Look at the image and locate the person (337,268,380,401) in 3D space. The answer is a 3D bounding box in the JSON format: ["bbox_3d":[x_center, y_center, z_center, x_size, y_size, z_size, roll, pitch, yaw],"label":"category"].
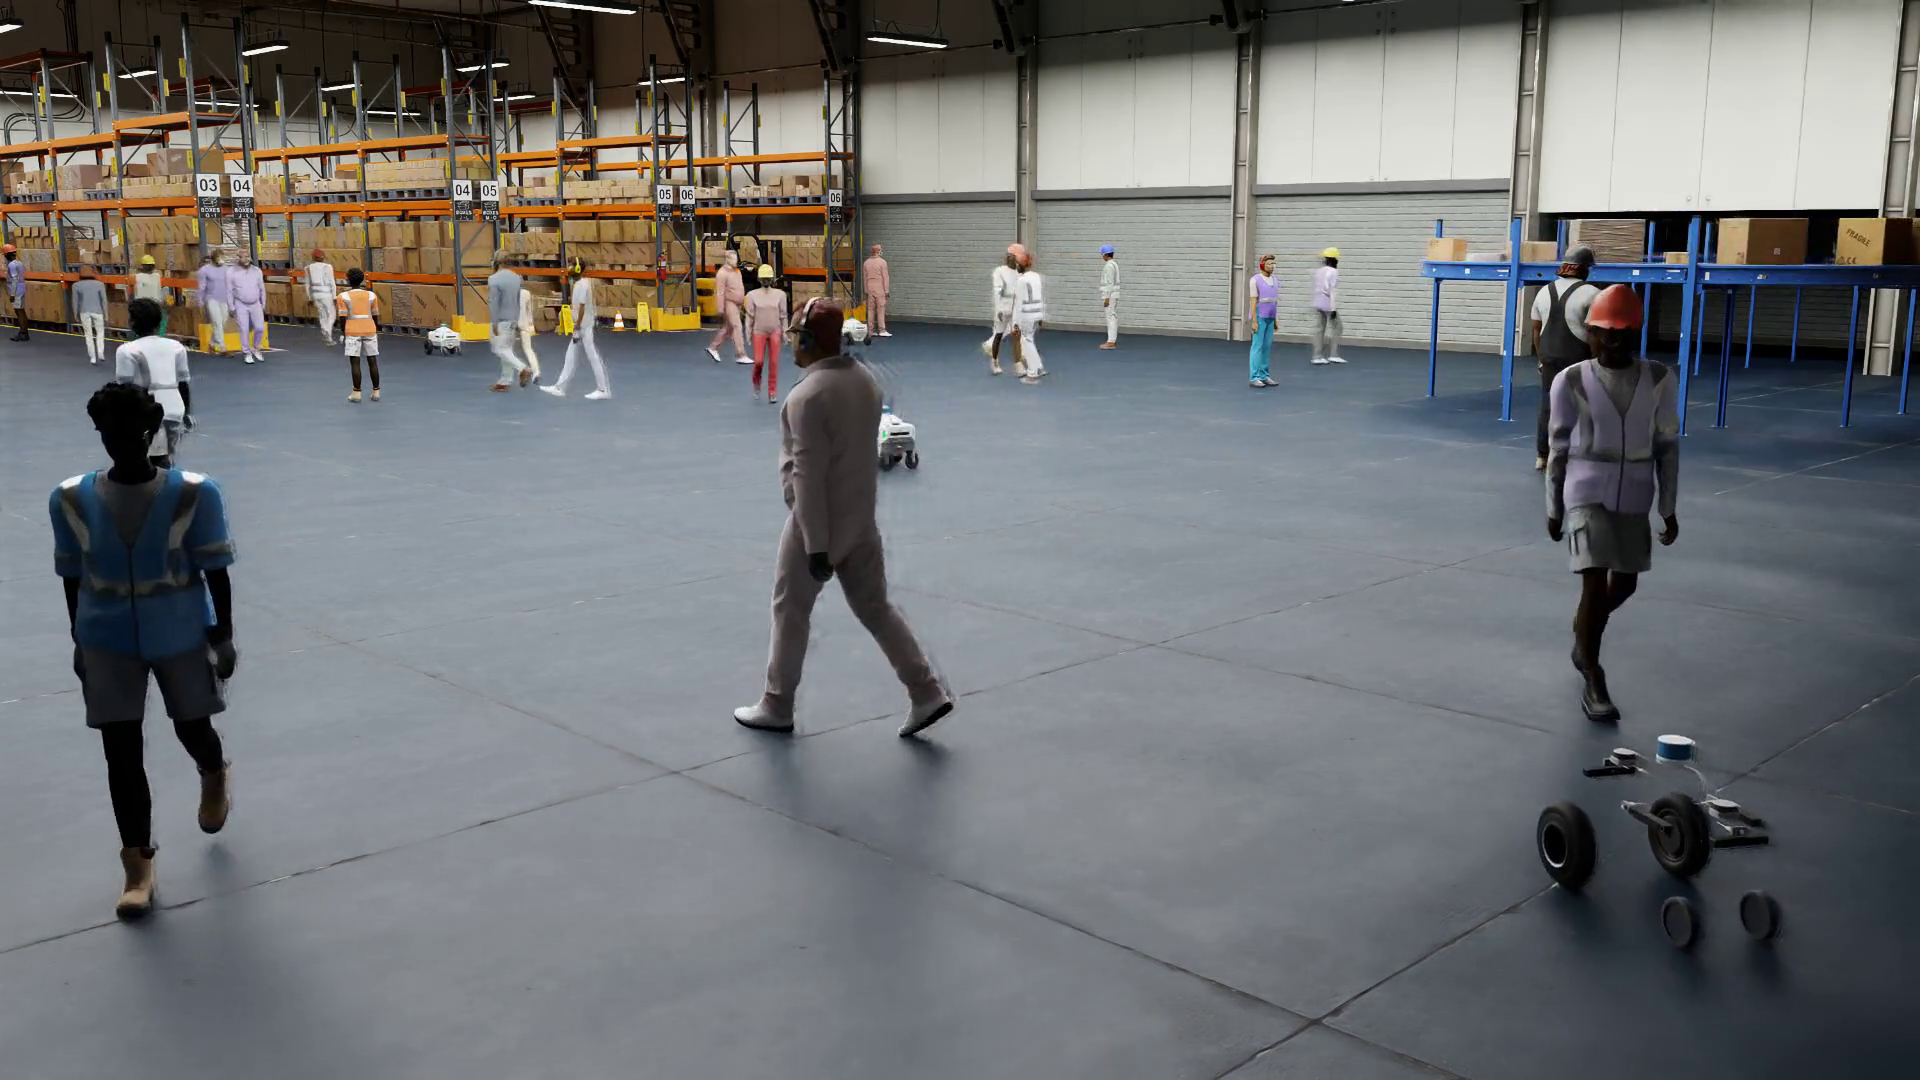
[{"bbox_3d":[-7.688,-2.627,21.291,0.533,1.697,0.322,-9,14,-40],"label":"person"}]

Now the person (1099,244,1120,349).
[{"bbox_3d":[2.793,-4.553,31.128,0.411,1.939,0.605,2,11,13],"label":"person"}]

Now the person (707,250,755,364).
[{"bbox_3d":[-3.856,-3.888,27.695,0.913,1.878,0.637,3,11,18],"label":"person"}]

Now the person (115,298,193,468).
[{"bbox_3d":[-5.801,-0.877,11.808,0.800,1.659,0.553,5,11,24],"label":"person"}]

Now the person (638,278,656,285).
[{"bbox_3d":[-7.651,-6.338,40.940,0.615,1.920,0.905,-9,14,-40],"label":"person"}]

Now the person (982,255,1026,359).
[{"bbox_3d":[0.841,-4.005,28.487,0.844,1.818,0.629,2,11,10],"label":"person"}]

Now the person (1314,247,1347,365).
[{"bbox_3d":[6.112,-3.830,27.264,0.682,1.903,0.623,-4,11,-19],"label":"person"}]

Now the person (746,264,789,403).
[{"bbox_3d":[-2.435,-2.608,21.057,0.523,1.752,0.401,-3,11,-14],"label":"person"}]

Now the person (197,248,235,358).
[{"bbox_3d":[-13.014,-4.140,29.031,0.940,1.897,0.664,7,13,35],"label":"person"}]

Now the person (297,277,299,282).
[{"bbox_3d":[-19.739,-7.874,49.249,0.373,1.934,0.552,-2,11,-13],"label":"person"}]

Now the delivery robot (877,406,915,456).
[{"bbox_3d":[-0.691,-0.988,15.331,0.477,0.478,0.707,-5,11,-25],"label":"delivery robot"}]

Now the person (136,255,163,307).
[{"bbox_3d":[-14.669,-4.290,30.228,0.654,1.742,0.548,5,11,25],"label":"person"}]

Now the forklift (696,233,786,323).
[{"bbox_3d":[-5.496,-6.489,41.108,2.313,2.155,1.214,-10,14,-44],"label":"forklift"}]

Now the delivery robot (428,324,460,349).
[{"bbox_3d":[-9.181,-3.601,29.580,0.477,0.478,0.707,-8,13,-36],"label":"delivery robot"}]

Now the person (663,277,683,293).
[{"bbox_3d":[-6.904,-6.085,39.887,0.933,1.795,0.636,9,14,41],"label":"person"}]

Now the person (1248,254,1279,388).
[{"bbox_3d":[4.260,-3.080,23.352,0.390,1.846,0.565,10,14,43],"label":"person"}]

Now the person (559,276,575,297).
[{"bbox_3d":[-10.735,-7.081,45.487,0.488,1.737,0.322,3,11,15],"label":"person"}]

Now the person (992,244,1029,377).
[{"bbox_3d":[0.734,-3.457,25.069,0.631,1.984,1.039,-5,12,-26],"label":"person"}]

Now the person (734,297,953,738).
[{"bbox_3d":[-0.497,-0.082,6.971,0.967,1.869,0.653,6,12,28],"label":"person"}]

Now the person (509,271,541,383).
[{"bbox_3d":[-6.352,-3.067,23.958,0.499,1.598,0.817,-9,14,-41],"label":"person"}]

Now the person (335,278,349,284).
[{"bbox_3d":[-17.405,-7.383,46.783,0.565,1.853,0.542,-9,14,-42],"label":"person"}]

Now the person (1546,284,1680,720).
[{"bbox_3d":[2.911,-0.208,7.538,0.550,1.909,0.867,1,10,4],"label":"person"}]

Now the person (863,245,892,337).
[{"bbox_3d":[-1.717,-5.221,34.858,0.636,1.911,0.404,8,13,37],"label":"person"}]

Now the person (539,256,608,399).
[{"bbox_3d":[-5.004,-2.728,21.465,0.913,1.830,0.554,-4,11,-21],"label":"person"}]

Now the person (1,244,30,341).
[{"bbox_3d":[-19.037,-4.982,33.504,0.371,1.928,0.543,-3,11,-15],"label":"person"}]

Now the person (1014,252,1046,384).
[{"bbox_3d":[0.966,-3.151,23.684,0.412,1.867,0.607,7,12,33],"label":"person"}]

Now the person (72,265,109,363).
[{"bbox_3d":[-14.450,-3.756,27.636,0.523,1.614,0.557,-6,12,-28],"label":"person"}]

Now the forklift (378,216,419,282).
[{"bbox_3d":[-17.868,-9.201,54.028,1.873,2.768,1.129,-10,14,-44],"label":"forklift"}]

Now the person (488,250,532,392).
[{"bbox_3d":[-6.094,-2.949,22.448,0.690,1.921,0.633,4,11,22],"label":"person"}]

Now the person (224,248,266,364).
[{"bbox_3d":[-11.792,-3.867,27.523,0.661,1.887,0.484,-9,13,-39],"label":"person"}]

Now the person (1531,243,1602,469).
[{"bbox_3d":[5.526,-1.626,15.009,0.535,2.000,0.684,-7,12,-33],"label":"person"}]

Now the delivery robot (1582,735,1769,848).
[{"bbox_3d":[2.241,0.734,5.231,0.335,0.223,0.699,-2,11,-11],"label":"delivery robot"}]

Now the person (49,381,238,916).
[{"bbox_3d":[-2.634,0.298,5.442,0.536,1.669,0.777,-3,11,-17],"label":"person"}]

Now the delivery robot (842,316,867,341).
[{"bbox_3d":[-2.091,-4.113,32.369,0.477,0.478,0.707,-6,12,-29],"label":"delivery robot"}]

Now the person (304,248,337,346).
[{"bbox_3d":[-12.252,-4.651,31.887,0.632,1.859,0.457,1,10,6],"label":"person"}]
